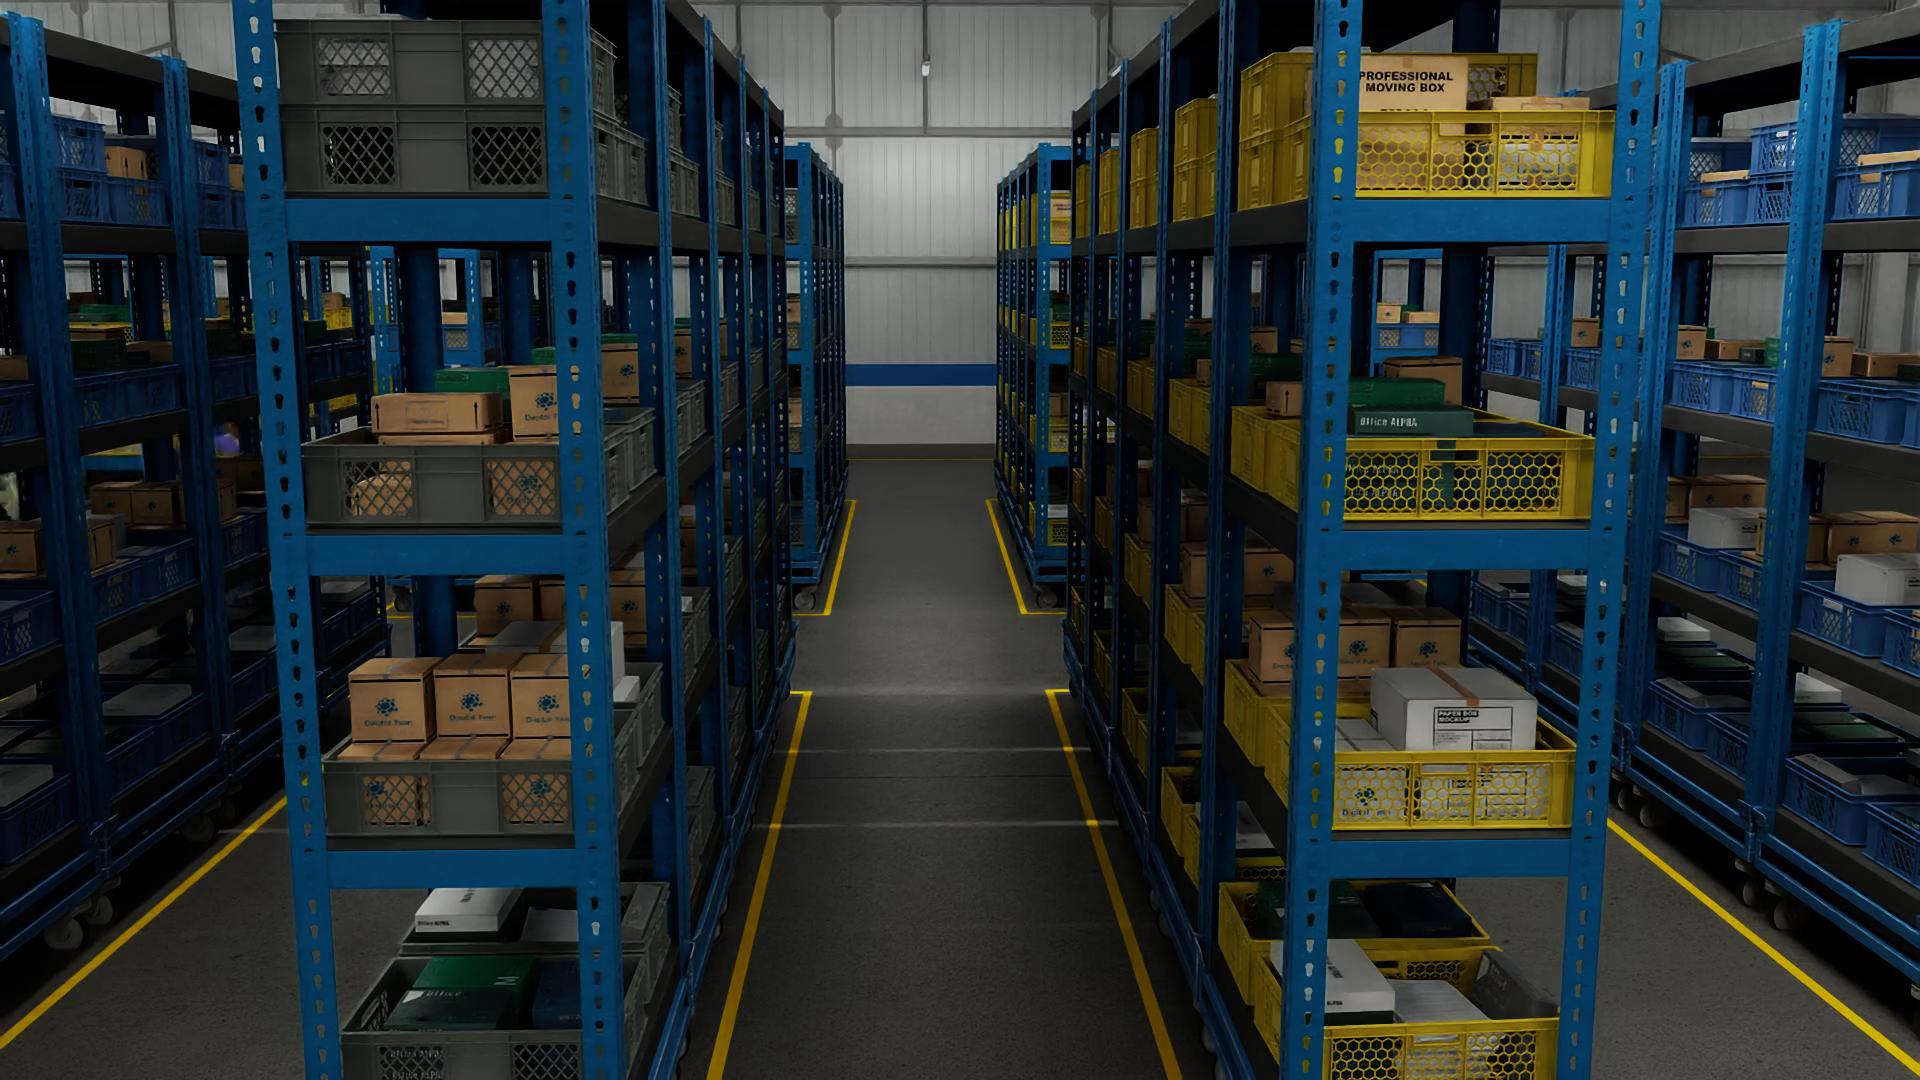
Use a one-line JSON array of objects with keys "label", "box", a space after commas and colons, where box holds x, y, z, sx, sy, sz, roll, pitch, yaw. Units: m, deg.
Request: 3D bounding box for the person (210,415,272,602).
[{"label": "person", "box": [-4.801, -0.078, 11.305, 0.567, 1.823, 0.613, 1, 9, 4]}]

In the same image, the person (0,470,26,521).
[{"label": "person", "box": [-6.839, -0.248, 12.383, 0.617, 1.818, 0.598, -1, 9, -3]}]
